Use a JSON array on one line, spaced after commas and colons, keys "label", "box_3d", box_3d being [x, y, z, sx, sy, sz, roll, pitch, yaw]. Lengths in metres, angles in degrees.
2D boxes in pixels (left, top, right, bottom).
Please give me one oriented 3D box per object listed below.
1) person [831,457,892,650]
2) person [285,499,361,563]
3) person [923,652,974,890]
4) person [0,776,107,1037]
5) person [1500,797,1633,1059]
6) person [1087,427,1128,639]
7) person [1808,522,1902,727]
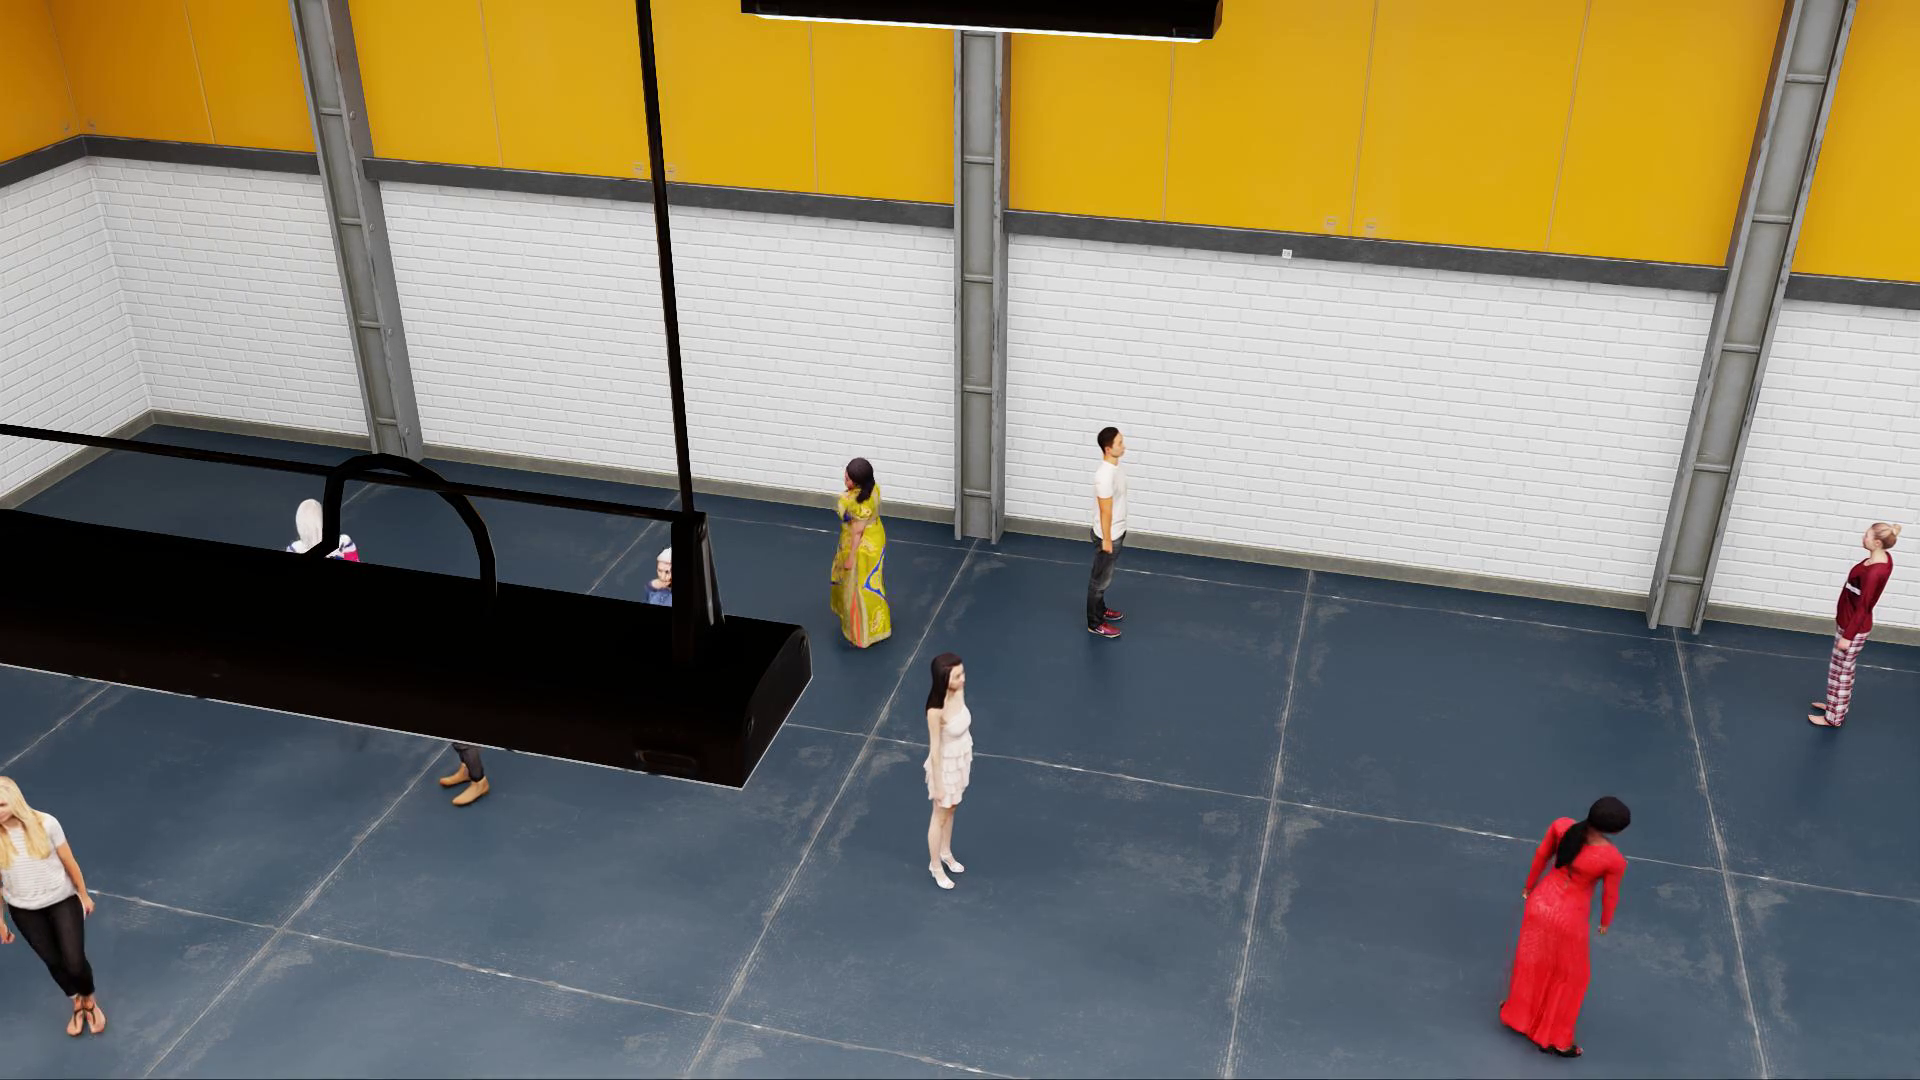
[{"label": "person", "box_3d": [-0.788, 0.054, 13.402, 0.845, 1.646, 0.875, 9, 30, 16]}, {"label": "person", "box_3d": [-4.664, 0.545, 12.338, 1.023, 1.792, 1.010, -9, 30, -15]}, {"label": "person", "box_3d": [-0.088, 1.472, 10.699, 0.589, 1.735, 0.618, 14, 31, 23]}, {"label": "person", "box_3d": [-5.242, 2.053, 9.550, 0.727, 1.814, 0.810, -9, 30, -17]}, {"label": "person", "box_3d": [3.364, 2.133, 9.472, 0.777, 1.760, 0.881, 13, 31, 22]}, {"label": "person", "box_3d": [1.186, -0.090, 13.501, 0.548, 1.804, 0.657, 5, 29, 10]}, {"label": "person", "box_3d": [6.620, 0.613, 12.309, 0.610, 1.699, 0.681, 17, 33, 28]}]
